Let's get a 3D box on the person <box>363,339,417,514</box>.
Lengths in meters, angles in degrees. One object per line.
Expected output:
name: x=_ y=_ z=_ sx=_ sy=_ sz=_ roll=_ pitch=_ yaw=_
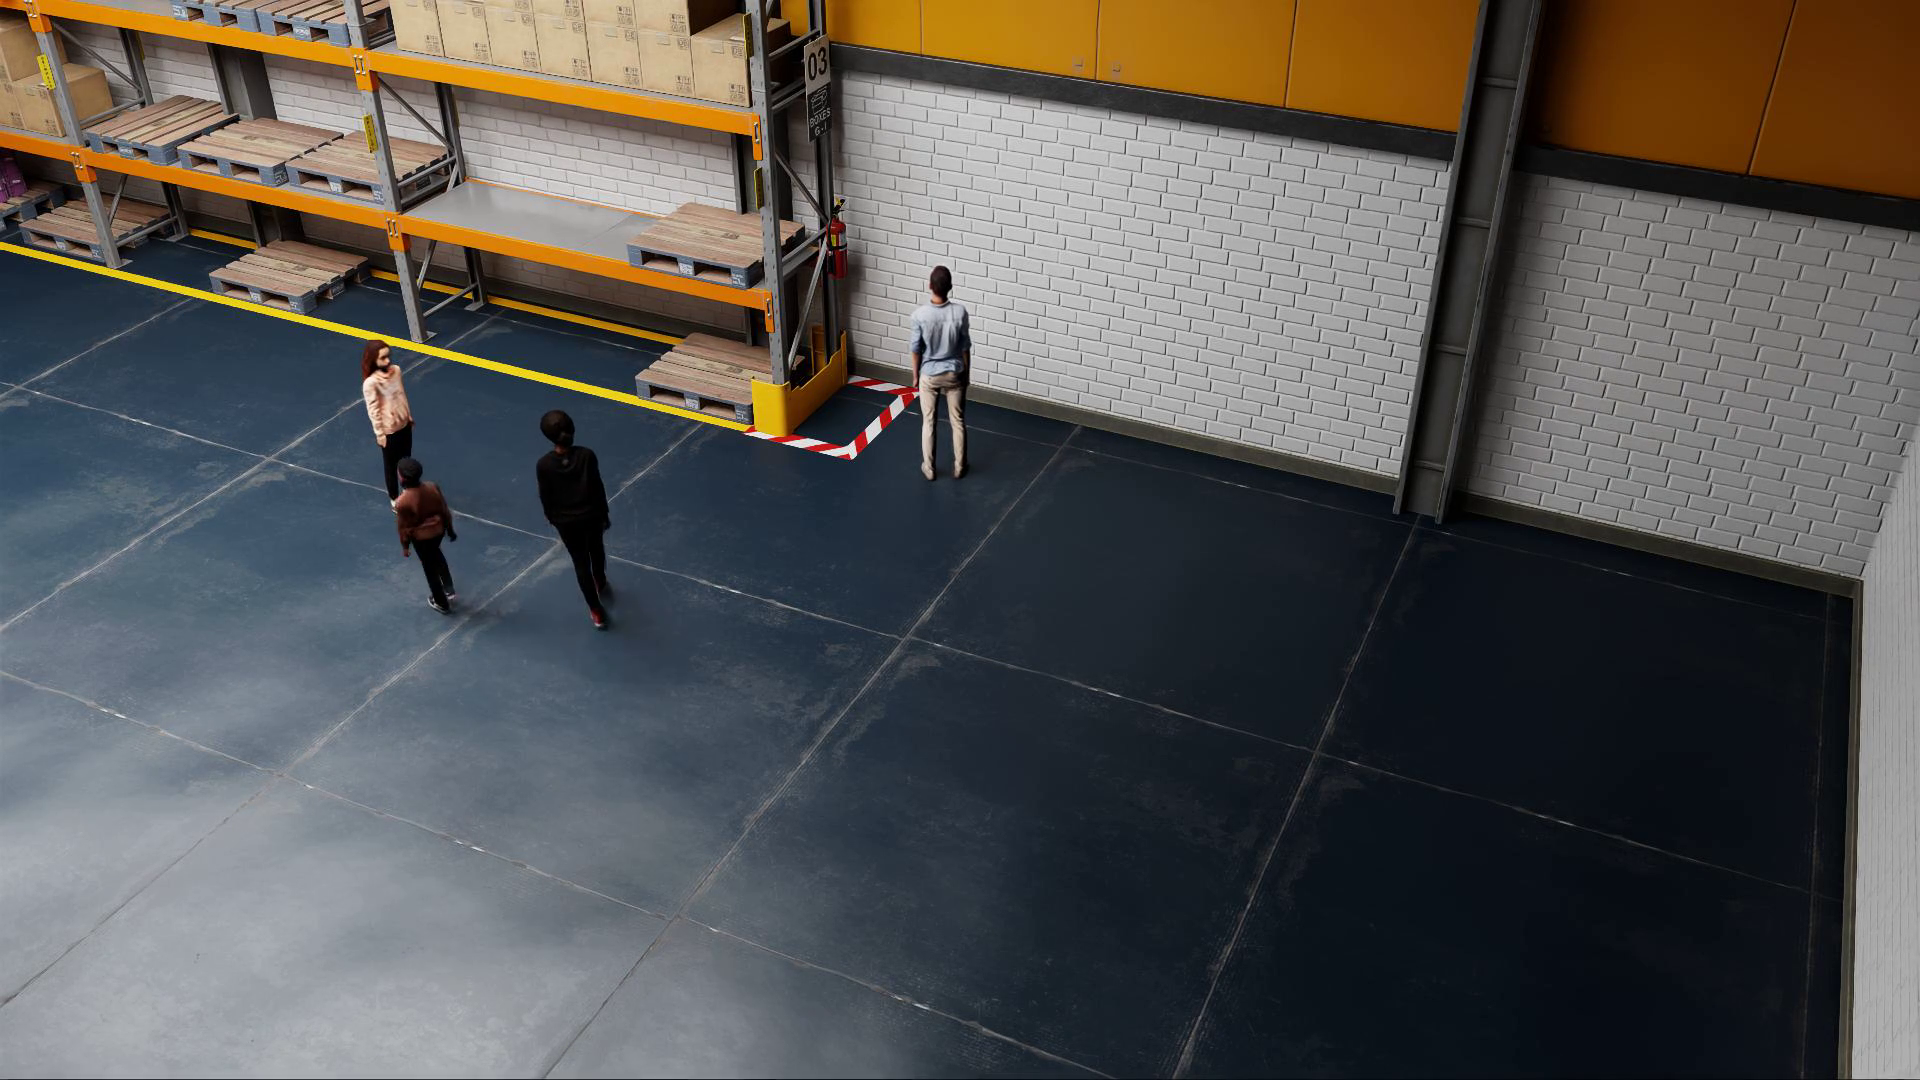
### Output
person: x=-4.435 y=-0.897 z=13.014 sx=0.513 sy=1.483 sz=0.584 roll=11 pitch=35 yaw=17

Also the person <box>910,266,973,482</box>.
person: x=-0.145 y=-1.326 z=13.331 sx=0.662 sy=1.847 sz=0.791 roll=-2 pitch=34 yaw=-2

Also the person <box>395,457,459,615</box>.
person: x=-3.774 y=-0.016 z=11.907 sx=0.573 sy=1.241 sz=0.597 roll=23 pitch=40 yaw=31

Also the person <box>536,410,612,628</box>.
person: x=-2.672 y=-0.106 z=11.675 sx=0.945 sy=1.648 sz=0.997 roll=-9 pitch=35 yaw=-14
